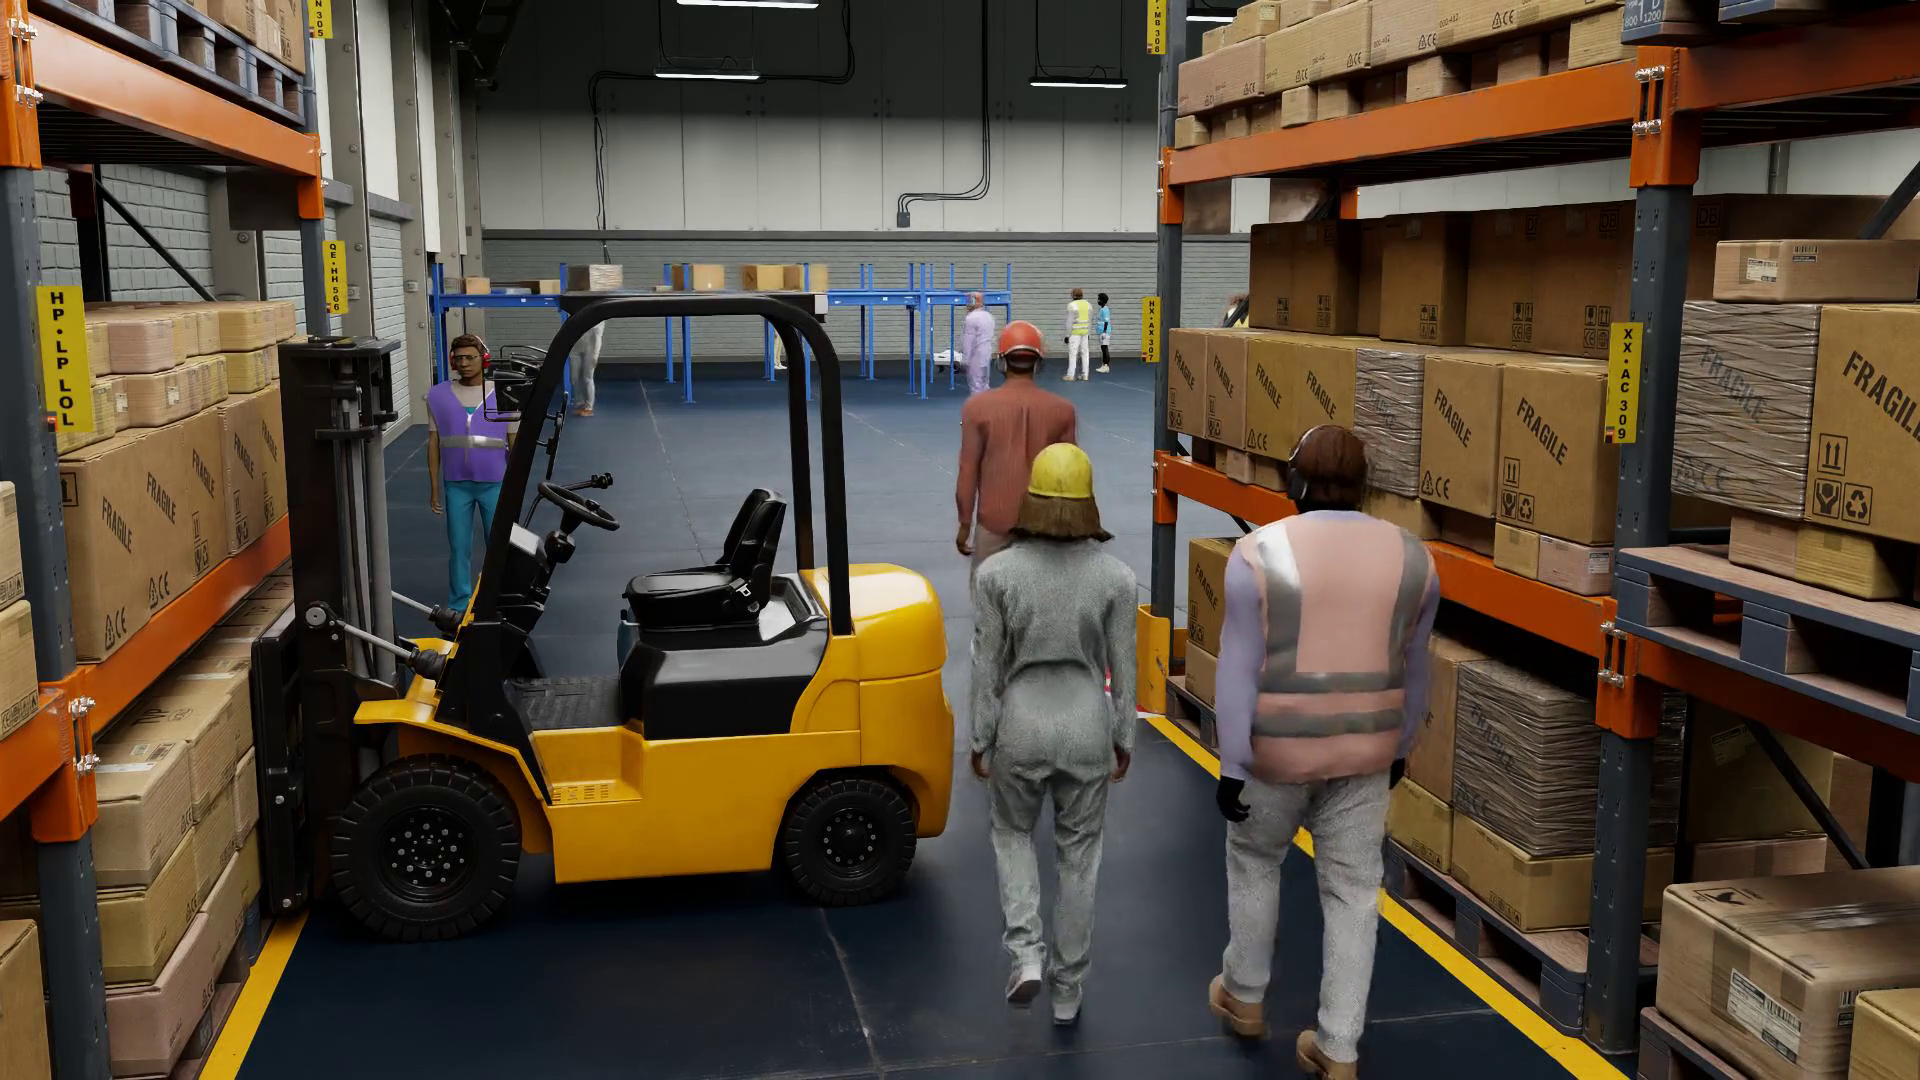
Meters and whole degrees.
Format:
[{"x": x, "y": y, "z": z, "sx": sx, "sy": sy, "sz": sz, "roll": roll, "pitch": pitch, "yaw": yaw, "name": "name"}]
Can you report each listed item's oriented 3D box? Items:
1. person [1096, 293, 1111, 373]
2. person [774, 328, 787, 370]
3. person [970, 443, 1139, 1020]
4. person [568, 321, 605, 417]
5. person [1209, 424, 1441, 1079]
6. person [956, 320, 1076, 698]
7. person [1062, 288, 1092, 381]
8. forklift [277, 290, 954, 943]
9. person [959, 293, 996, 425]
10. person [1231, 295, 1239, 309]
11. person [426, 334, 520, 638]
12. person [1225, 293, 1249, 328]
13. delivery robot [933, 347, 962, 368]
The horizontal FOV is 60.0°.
[{"x": 3.072, "y": -4.440, "z": 35.653, "sx": 0.317, "sy": 1.695, "sz": 0.540, "roll": 0, "pitch": 9, "yaw": -2, "name": "person"}, {"x": -4.007, "y": -4.595, "z": 36.794, "sx": 0.280, "sy": 1.633, "sz": 0.498, "roll": 3, "pitch": 10, "yaw": 15, "name": "person"}, {"x": 0.282, "y": 0.576, "z": 4.958, "sx": 0.506, "sy": 1.732, "sz": 0.375, "roll": 0, "pitch": 9, "yaw": 1, "name": "person"}, {"x": -5.646, "y": -2.804, "z": 25.103, "sx": 0.707, "sy": 1.890, "sz": 0.454, "roll": 4, "pitch": 10, "yaw": 25, "name": "person"}, {"x": 0.980, "y": 0.579, "z": 4.718, "sx": 0.645, "sy": 1.812, "sz": 0.793, "roll": -1, "pitch": 9, "yaw": -9, "name": "person"}, {"x": 0.286, "y": -0.120, "z": 8.458, "sx": 0.653, "sy": 1.976, "sz": 0.437, "roll": -2, "pitch": 10, "yaw": -13, "name": "person"}, {"x": 2.340, "y": -4.100, "z": 33.198, "sx": 0.638, "sy": 1.834, "sz": 0.431, "roll": -7, "pitch": 12, "yaw": -36, "name": "person"}, {"x": -1.179, "y": 0.175, "z": 6.143, "sx": 2.313, "sy": 2.155, "sz": 1.214, "roll": -2, "pitch": 10, "yaw": -12, "name": "forklift"}, {"x": 0.259, "y": -2.571, "z": 23.745, "sx": 0.438, "sy": 1.877, "sz": 0.690, "roll": 6, "pitch": 11, "yaw": 31, "name": "person"}, {"x": 6.288, "y": -4.869, "z": 38.525, "sx": 0.677, "sy": 1.615, "sz": 0.523, "roll": 2, "pitch": 10, "yaw": 13, "name": "person"}, {"x": -2.957, "y": -0.333, "z": 10.171, "sx": 0.566, "sy": 1.846, "sz": 0.387, "roll": -1, "pitch": 9, "yaw": -8, "name": "person"}, {"x": 4.668, "y": -3.174, "z": 27.544, "sx": 0.628, "sy": 1.843, "sz": 0.433, "roll": 2, "pitch": 10, "yaw": 13, "name": "person"}, {"x": -0.212, "y": -3.902, "z": 35.690, "sx": 0.707, "sy": 0.478, "sz": 0.477, "roll": 5, "pitch": 11, "yaw": 27, "name": "delivery robot"}]
